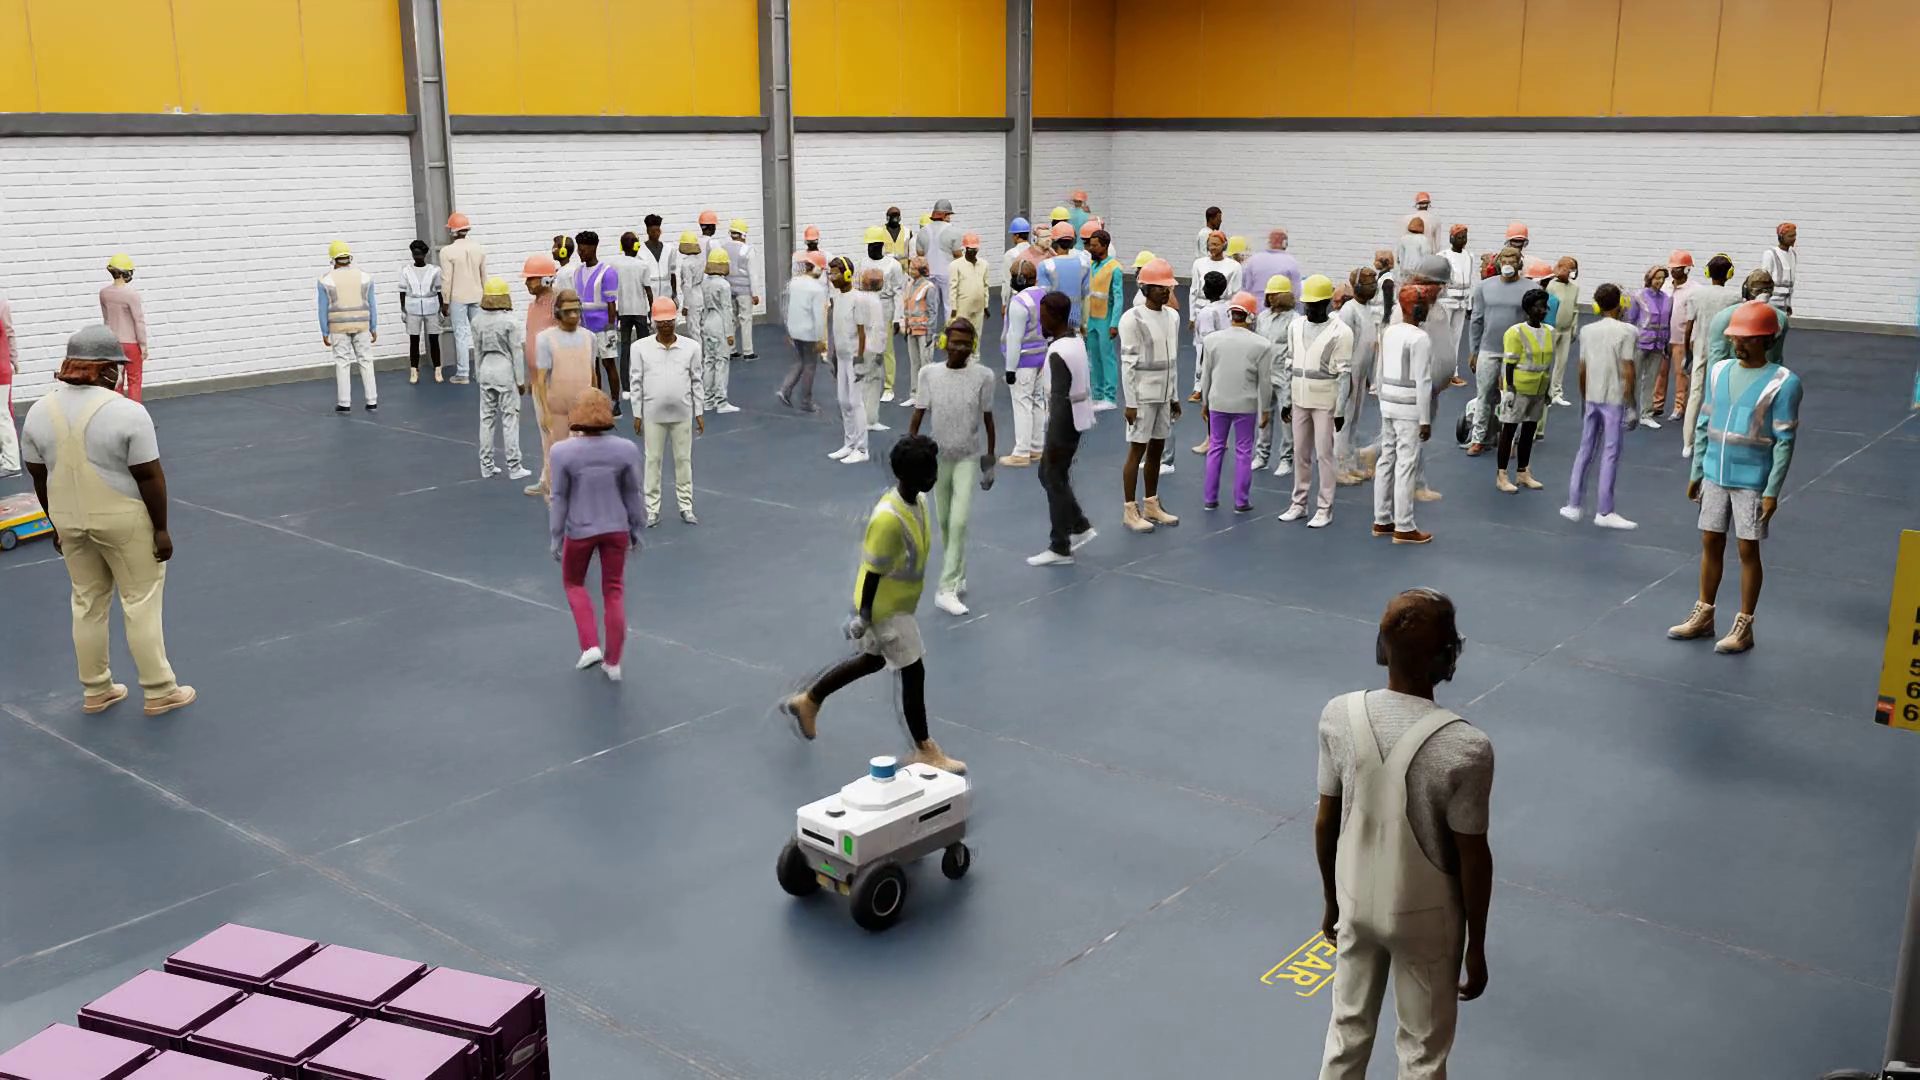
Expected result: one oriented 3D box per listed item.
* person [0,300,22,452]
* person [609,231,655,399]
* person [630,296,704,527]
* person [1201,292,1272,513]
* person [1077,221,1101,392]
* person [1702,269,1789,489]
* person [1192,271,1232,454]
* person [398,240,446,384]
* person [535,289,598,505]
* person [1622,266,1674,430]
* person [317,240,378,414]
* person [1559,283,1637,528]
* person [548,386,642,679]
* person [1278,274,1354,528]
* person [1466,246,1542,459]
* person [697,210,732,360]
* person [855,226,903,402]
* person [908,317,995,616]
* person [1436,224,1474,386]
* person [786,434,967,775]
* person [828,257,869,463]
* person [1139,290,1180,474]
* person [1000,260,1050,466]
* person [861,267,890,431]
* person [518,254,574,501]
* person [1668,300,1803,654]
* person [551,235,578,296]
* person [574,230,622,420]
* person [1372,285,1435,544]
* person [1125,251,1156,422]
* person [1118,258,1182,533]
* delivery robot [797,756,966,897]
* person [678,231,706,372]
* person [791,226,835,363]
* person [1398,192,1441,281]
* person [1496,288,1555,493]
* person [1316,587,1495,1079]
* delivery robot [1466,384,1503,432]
[{"bbox_3d":[-8.986,-1.655,15.360,0.525,1.760,0.340,-13,19,-42],"label":"person"},{"bbox_3d":[-3.625,-2.485,18.468,0.513,1.865,0.328,1,14,6],"label":"person"},{"bbox_3d":[-2.220,-0.976,12.653,0.562,1.752,0.327,-4,15,-16],"label":"person"},{"bbox_3d":[2.177,-1.079,13.103,0.574,1.737,0.354,6,15,22],"label":"person"},{"bbox_3d":[1.482,-2.668,19.038,0.358,1.938,0.553,0,14,2],"label":"person"},{"bbox_3d":[6.074,-1.130,12.897,0.634,1.938,0.355,-2,14,-9],"label":"person"},{"bbox_3d":[2.350,-1.641,15.429,0.317,1.695,0.540,10,17,34],"label":"person"},{"bbox_3d":[-6.338,-2.688,19.623,0.531,1.692,0.320,-4,15,-16],"label":"person"},{"bbox_3d":[-2.987,-1.001,12.697,0.510,1.827,0.849,-9,17,-32],"label":"person"},{"bbox_3d":[6.907,-1.931,16.698,0.514,1.642,0.310,-4,15,-16],"label":"person"},{"bbox_3d":[-6.469,-2.248,17.605,0.593,1.826,0.404,-9,17,-32],"label":"person"},{"bbox_3d":[4.958,-1.020,12.681,0.343,1.836,0.659,-8,16,-28],"label":"person"},{"bbox_3d":[-2.003,-0.033,9.144,0.532,1.620,0.383,-7,16,-26],"label":"person"},{"bbox_3d":[2.688,-1.053,12.636,0.393,1.918,0.585,-12,18,-39],"label":"person"},{"bbox_3d":[4.972,-1.715,15.232,0.627,1.941,0.371,6,15,23],"label":"person"},{"bbox_3d":[-3.222,-3.272,21.454,0.545,1.941,0.358,12,18,40],"label":"person"},{"bbox_3d":[-0.911,-2.481,18.317,0.585,1.928,0.379,8,16,29],"label":"person"},{"bbox_3d":[-0.073,-0.482,10.516,0.572,1.837,0.625,3,14,12],"label":"person"},{"bbox_3d":[5.743,-2.722,19.374,0.573,1.883,0.356,-7,16,-27],"label":"person"},{"bbox_3d":[-0.419,0.285,7.850,0.876,1.647,0.543,3,14,13],"label":"person"},{"bbox_3d":[-1.018,-1.629,15.068,0.337,1.857,0.524,-9,17,-33],"label":"person"},{"bbox_3d":[1.756,-1.393,14.566,0.285,1.633,0.497,-3,14,-10],"label":"person"},{"bbox_3d":[0.582,-1.586,14.931,0.430,1.838,0.624,7,16,27],"label":"person"},{"bbox_3d":[-0.864,-1.885,16.528,0.384,1.630,0.536,-5,15,-19],"label":"person"},{"bbox_3d":[-3.351,-1.316,13.522,0.381,1.994,0.622,-12,18,-39],"label":"person"},{"bbox_3d":[4.488,-0.363,9.620,0.369,2.045,0.608,-8,16,-28],"label":"person"},{"bbox_3d":[-4.177,-2.298,17.694,0.329,1.877,0.508,-1,14,-3],"label":"person"},{"bbox_3d":[-3.766,-2.216,17.204,0.605,1.958,0.375,10,17,35],"label":"person"},{"bbox_3d":[3.253,-0.917,12.158,0.355,1.883,0.572,-5,15,-18],"label":"person"},{"bbox_3d":[1.875,-2.030,16.841,0.316,1.769,0.523,-2,14,-9],"label":"person"},{"bbox_3d":[1.454,-1.086,12.511,0.373,2.044,0.608,13,19,43],"label":"person"},{"bbox_3d":[-0.302,1.101,6.598,0.477,0.478,0.707,13,19,41],"label":"delivery robot"},{"bbox_3d":[-3.278,-2.897,20.354,0.301,1.745,0.483,4,15,16],"label":"person"},{"bbox_3d":[-1.876,-3.132,21.270,0.563,1.751,0.330,-2,14,-6],"label":"person"},{"bbox_3d":[7.237,-4.472,26.178,0.626,1.985,0.434,-1,14,-3],"label":"person"},{"bbox_3d":[4.715,-1.242,13.832,0.530,1.697,0.322,-7,16,-27],"label":"person"},{"bbox_3d":[1.190,1.024,4.489,0.506,1.843,0.346,13,19,41],"label":"person"},{"bbox_3d":[5.157,-1.278,16.103,0.477,0.478,0.707,9,16,31],"label":"delivery robot"}]
